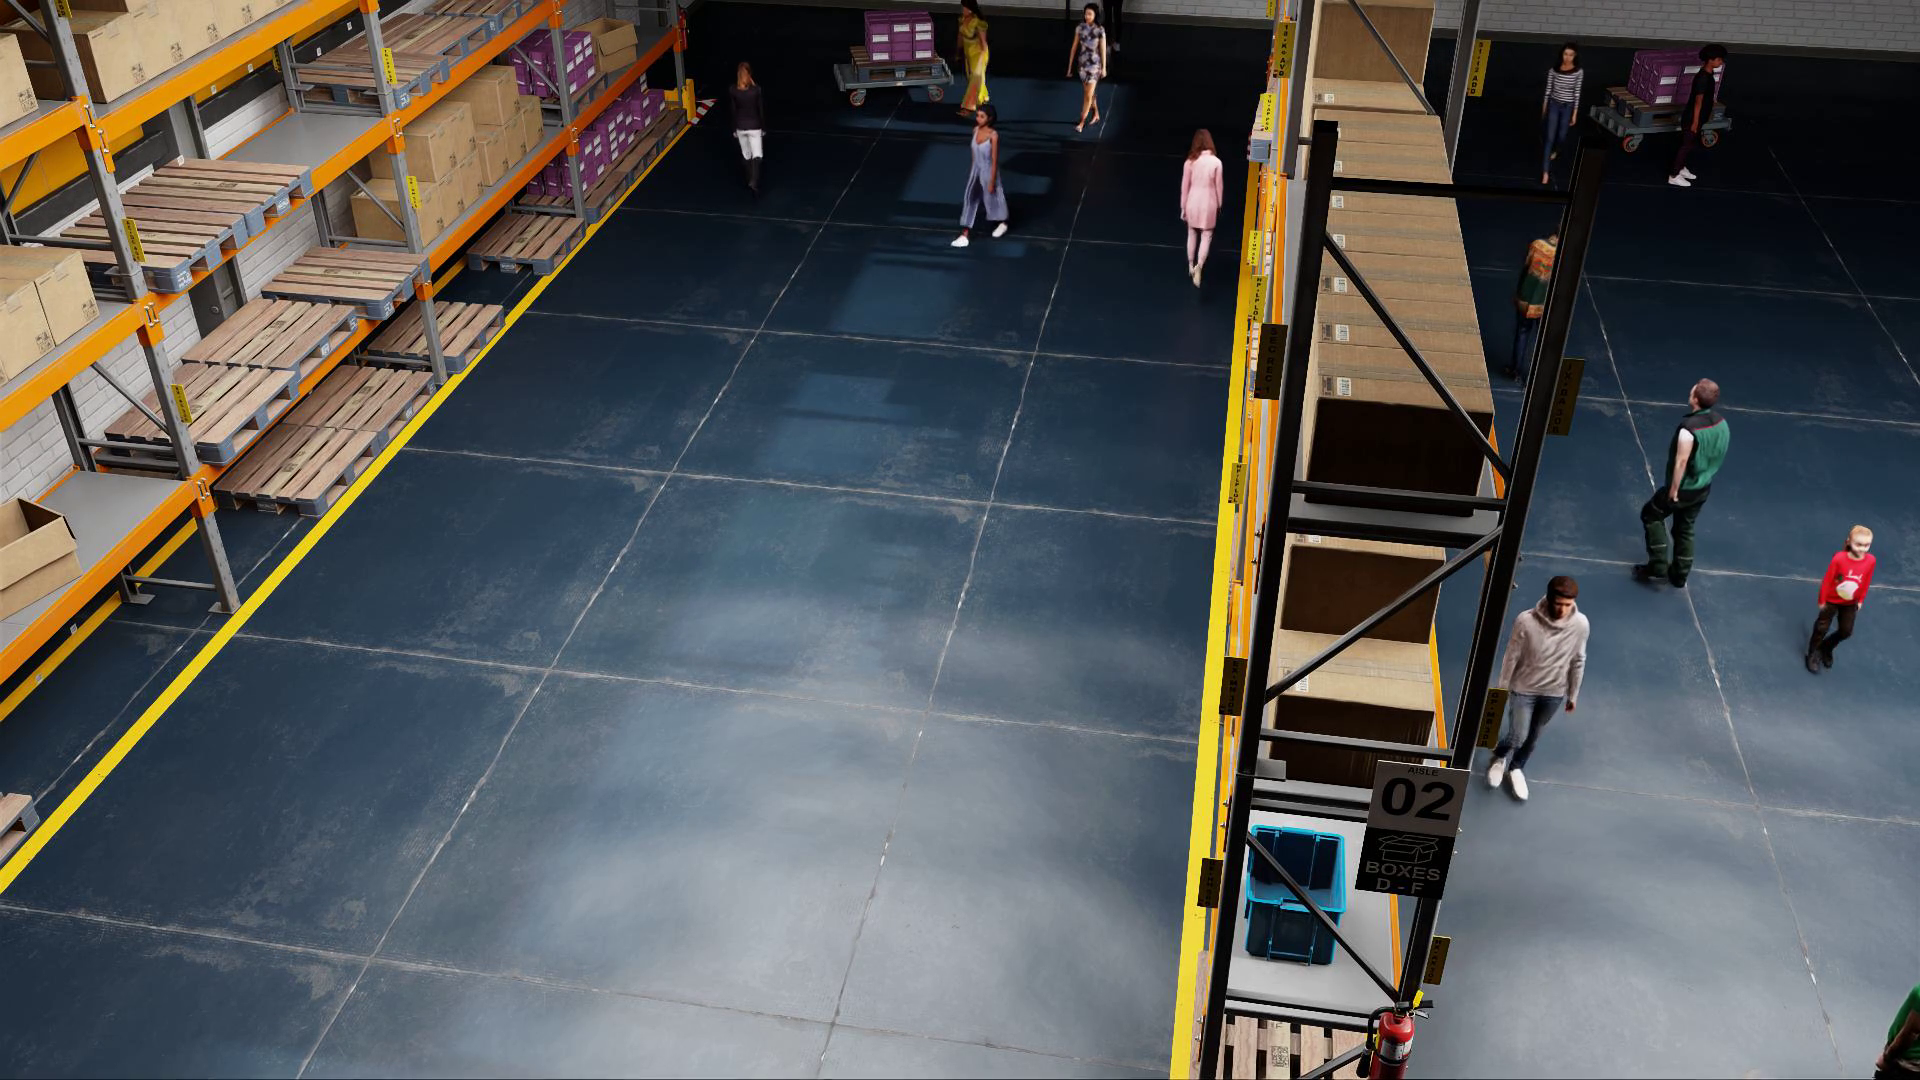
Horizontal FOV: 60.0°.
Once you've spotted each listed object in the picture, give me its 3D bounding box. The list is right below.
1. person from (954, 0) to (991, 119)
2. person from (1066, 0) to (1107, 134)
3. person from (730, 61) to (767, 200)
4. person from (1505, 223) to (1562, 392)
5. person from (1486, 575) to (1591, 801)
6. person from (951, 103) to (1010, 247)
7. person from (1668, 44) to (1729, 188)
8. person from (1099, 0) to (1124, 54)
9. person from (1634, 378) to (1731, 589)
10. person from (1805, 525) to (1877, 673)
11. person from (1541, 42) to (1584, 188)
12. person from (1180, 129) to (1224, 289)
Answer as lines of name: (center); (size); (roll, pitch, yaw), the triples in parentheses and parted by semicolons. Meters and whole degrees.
person: (0.245, -6.797, 23.271); (1.316, 1.619, 1.232); (-28, 43, -35)
person: (1.799, -6.436, 22.665); (0.884, 1.688, 1.174); (18, 37, 25)
person: (-2.609, -5.004, 20.491); (0.653, 1.710, 1.030); (1, 34, 1)
person: (5.692, -2.360, 16.446); (0.933, 1.785, 0.930); (16, 37, 22)
person: (3.953, 0.949, 11.417); (0.731, 1.841, 0.742); (-1, 34, -1)
person: (0.361, -4.260, 19.429); (0.984, 1.648, 1.180); (27, 42, 34)
person: (9.302, -5.394, 21.013); (0.728, 1.782, 0.601); (16, 37, 23)
person: (2.352, -8.390, 25.558); (0.655, 1.741, 0.707); (-19, 38, -26)
person: (5.921, -0.426, 13.502); (0.814, 1.823, 0.868); (-17, 37, -23)
person: (6.717, 0.418, 12.726); (0.516, 1.275, 0.510); (3, 34, 5)
person: (7.607, -5.417, 21.074); (0.665, 1.753, 1.143); (9, 35, 13)
person: (2.654, -3.610, 18.330); (0.619, 1.780, 0.962); (6, 34, 9)
